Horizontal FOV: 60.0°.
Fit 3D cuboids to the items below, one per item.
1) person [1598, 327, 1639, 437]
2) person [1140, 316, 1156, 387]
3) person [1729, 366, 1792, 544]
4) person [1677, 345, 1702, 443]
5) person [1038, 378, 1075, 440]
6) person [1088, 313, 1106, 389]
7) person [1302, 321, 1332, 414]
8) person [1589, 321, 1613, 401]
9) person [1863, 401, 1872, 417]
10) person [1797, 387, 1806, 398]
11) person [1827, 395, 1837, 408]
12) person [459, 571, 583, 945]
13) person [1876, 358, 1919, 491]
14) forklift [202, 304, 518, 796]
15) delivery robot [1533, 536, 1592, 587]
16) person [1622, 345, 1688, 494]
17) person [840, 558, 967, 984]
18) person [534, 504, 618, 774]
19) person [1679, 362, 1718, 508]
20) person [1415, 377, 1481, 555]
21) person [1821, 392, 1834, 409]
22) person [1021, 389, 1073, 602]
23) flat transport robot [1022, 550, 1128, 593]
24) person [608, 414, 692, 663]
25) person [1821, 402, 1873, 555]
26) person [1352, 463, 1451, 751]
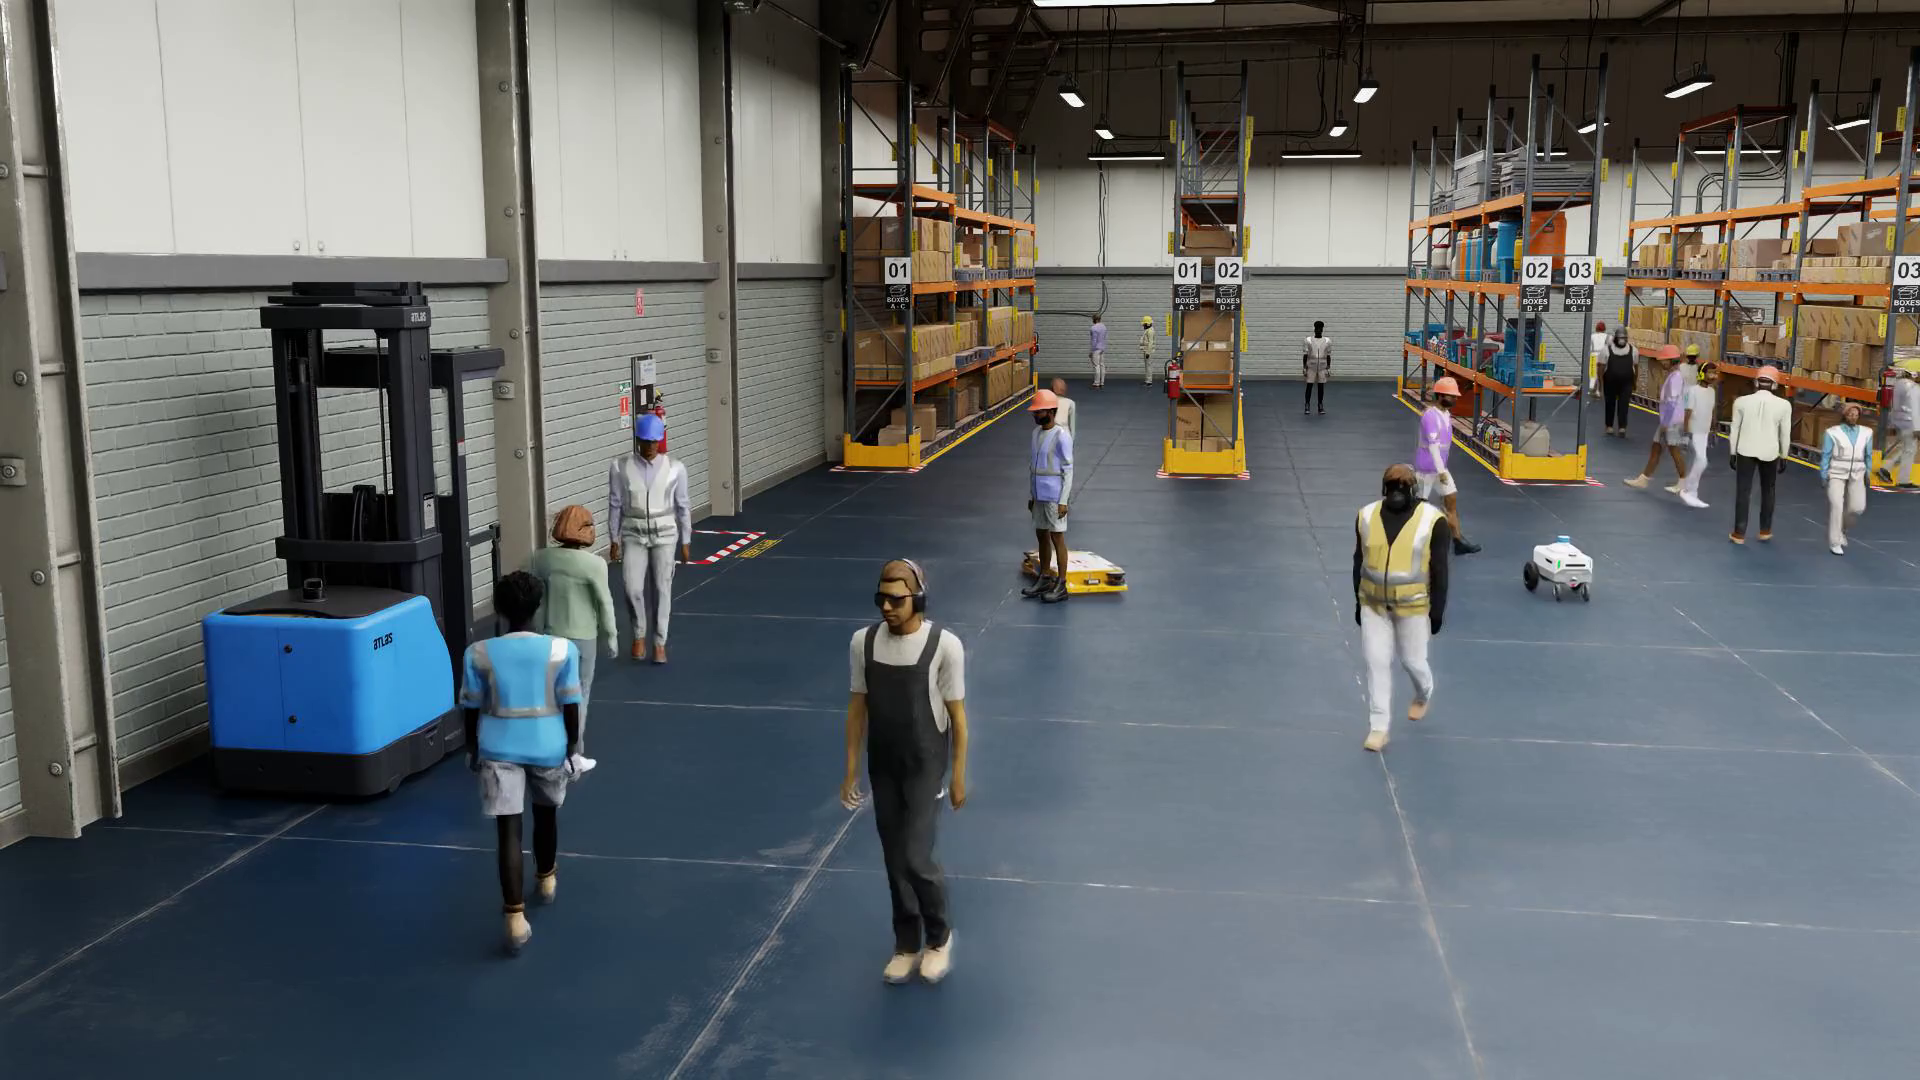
[{"bbox_3d":[12.048,-2.914,30.467,0.700,2.000,1.041,3,10,17],"label":"person"},{"bbox_3d":[4.875,-4.905,43.258,0.404,1.833,0.589,0,9,1],"label":"person"},{"bbox_3d":[8.915,-0.954,18.562,0.615,1.949,0.685,5,10,26],"label":"person"},{"bbox_3d":[12.751,-2.533,29.016,0.531,1.709,0.935,4,10,24],"label":"person"},{"bbox_3d":[1.283,-1.296,21.636,0.524,1.619,0.588,-4,10,-24],"label":"person"},{"bbox_3d":[3.503,-4.826,42.457,0.364,1.938,0.639,6,11,33],"label":"person"},{"bbox_3d":[7.522,-3.639,35.062,0.600,1.958,0.379,0,9,2],"label":"person"},{"bbox_3d":[14.776,-4.144,38.531,0.584,1.857,0.668,4,10,24],"label":"person"},{"bbox_3d":[18.843,-3.522,34.154,0.624,2.022,0.694,3,10,16],"label":"person"},{"bbox_3d":[19.965,-4.320,39.445,0.645,1.904,0.847,9,13,43],"label":"person"},{"bbox_3d":[18.986,-3.804,36.231,0.622,1.901,0.748,3,10,20],"label":"person"},{"bbox_3d":[-2.008,0.962,7.630,0.545,1.651,0.866,-2,9,-13],"label":"person"},{"bbox_3d":[12.992,-1.584,22.820,0.457,1.818,0.596,2,9,12],"label":"person"},{"bbox_3d":[-3.673,-0.038,10.147,1.129,2.768,1.873,1,9,9],"label":"forklift"},{"bbox_3d":[5.620,0.205,15.512,0.477,0.478,0.707,0,9,1],"label":"delivery robot"},{"bbox_3d":[9.510,-1.629,22.508,0.860,2.003,0.633,2,9,14],"label":"person"},{"bbox_3d":[-0.239,0.977,6.988,0.501,1.830,0.426,5,10,27],"label":"person"},{"bbox_3d":[-2.313,0.591,10.020,0.524,1.615,0.431,4,10,23],"label":"person"},{"bbox_3d":[9.431,-1.330,21.130,0.562,1.855,0.386,-6,11,-33],"label":"person"},{"bbox_3d":[5.097,-0.760,17.518,0.942,1.889,0.564,9,13,43],"label":"person"},{"bbox_3d":[17.662,-3.276,33.880,0.522,1.603,0.715,3,10,17],"label":"person"},{"bbox_3d":[0.787,-0.409,15.203,0.375,1.935,0.551,-6,11,-33],"label":"person"},{"bbox_3d":[1.094,0.293,16.130,0.652,0.197,1.431,-2,9,-13],"label":"flat transport robot"},{"bbox_3d":[-2.364,-0.003,12.714,0.634,1.929,0.450,-2,9,-10],"label":"person"},{"bbox_3d":[9.435,-0.663,17.732,0.534,1.623,0.401,1,9,5],"label":"person"},{"bbox_3d":[2.822,0.396,10.640,0.621,1.823,0.722,6,11,32],"label":"person"}]
